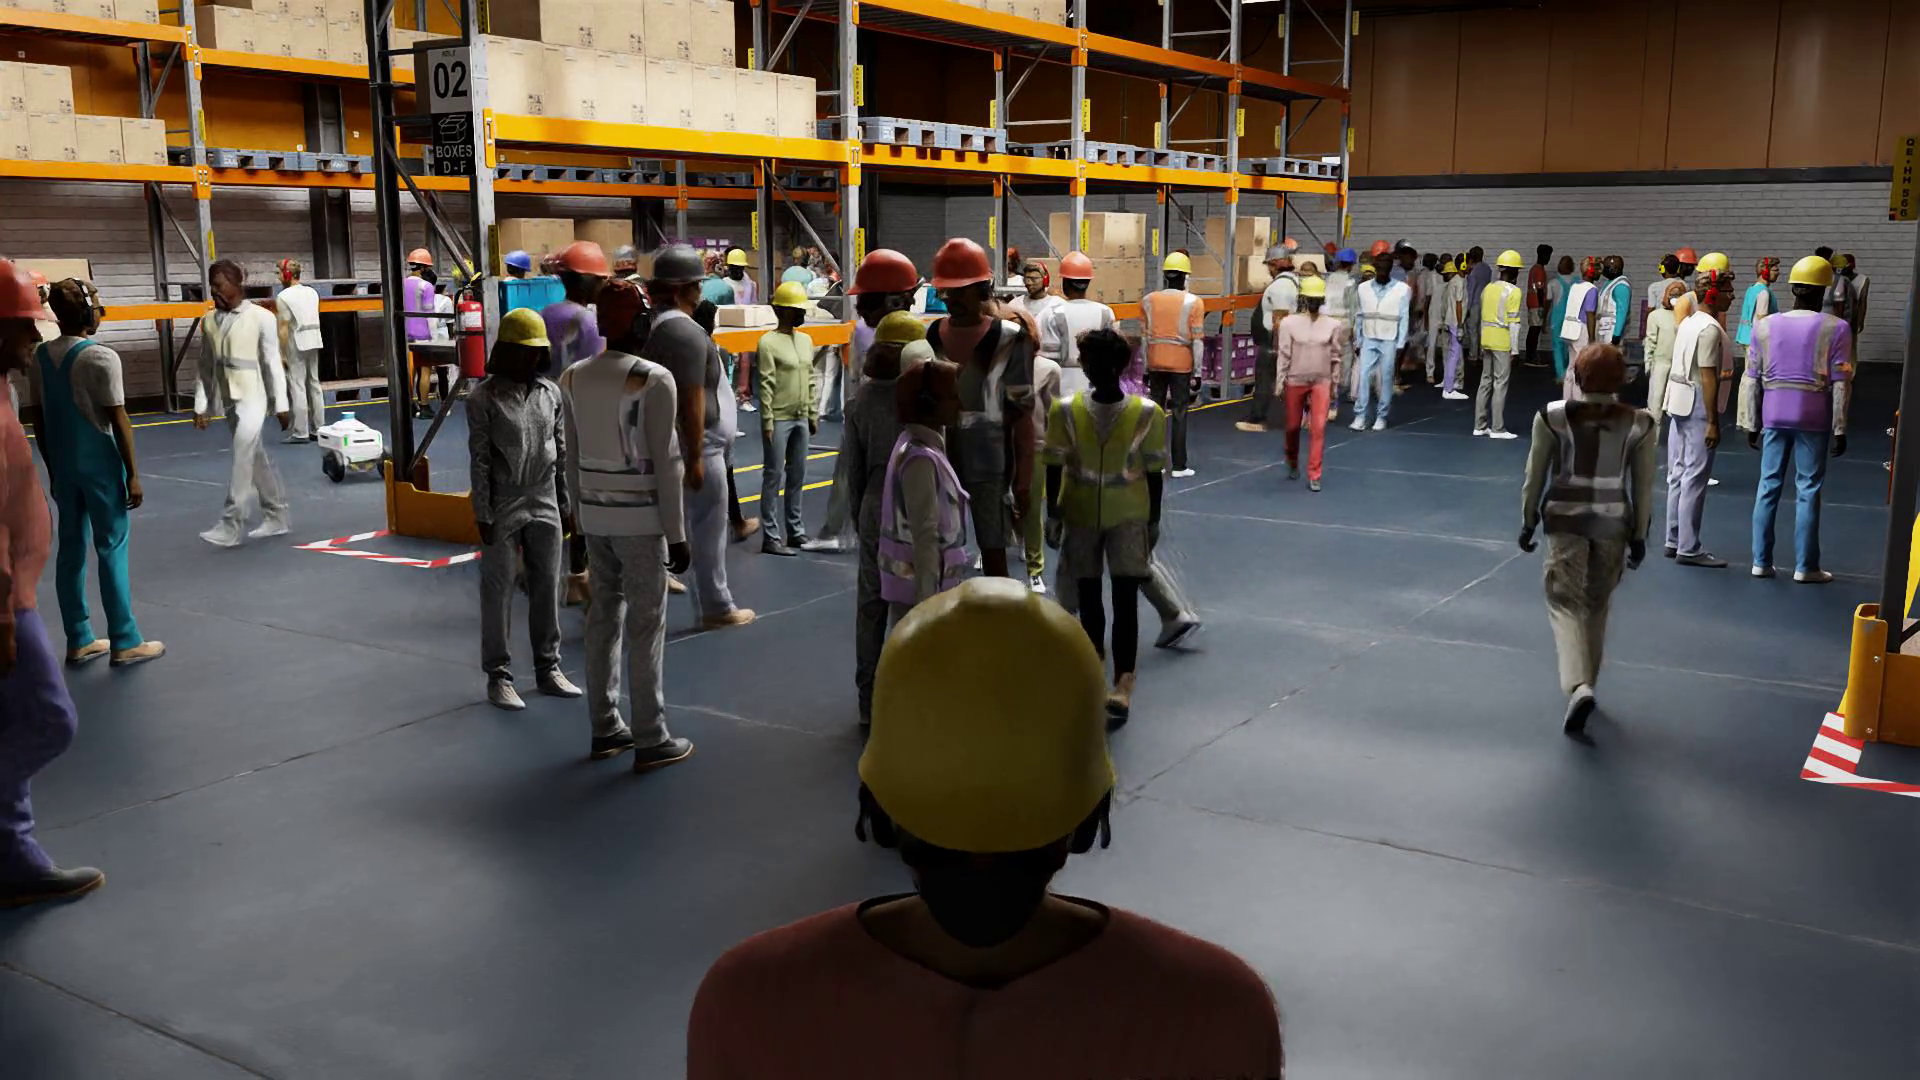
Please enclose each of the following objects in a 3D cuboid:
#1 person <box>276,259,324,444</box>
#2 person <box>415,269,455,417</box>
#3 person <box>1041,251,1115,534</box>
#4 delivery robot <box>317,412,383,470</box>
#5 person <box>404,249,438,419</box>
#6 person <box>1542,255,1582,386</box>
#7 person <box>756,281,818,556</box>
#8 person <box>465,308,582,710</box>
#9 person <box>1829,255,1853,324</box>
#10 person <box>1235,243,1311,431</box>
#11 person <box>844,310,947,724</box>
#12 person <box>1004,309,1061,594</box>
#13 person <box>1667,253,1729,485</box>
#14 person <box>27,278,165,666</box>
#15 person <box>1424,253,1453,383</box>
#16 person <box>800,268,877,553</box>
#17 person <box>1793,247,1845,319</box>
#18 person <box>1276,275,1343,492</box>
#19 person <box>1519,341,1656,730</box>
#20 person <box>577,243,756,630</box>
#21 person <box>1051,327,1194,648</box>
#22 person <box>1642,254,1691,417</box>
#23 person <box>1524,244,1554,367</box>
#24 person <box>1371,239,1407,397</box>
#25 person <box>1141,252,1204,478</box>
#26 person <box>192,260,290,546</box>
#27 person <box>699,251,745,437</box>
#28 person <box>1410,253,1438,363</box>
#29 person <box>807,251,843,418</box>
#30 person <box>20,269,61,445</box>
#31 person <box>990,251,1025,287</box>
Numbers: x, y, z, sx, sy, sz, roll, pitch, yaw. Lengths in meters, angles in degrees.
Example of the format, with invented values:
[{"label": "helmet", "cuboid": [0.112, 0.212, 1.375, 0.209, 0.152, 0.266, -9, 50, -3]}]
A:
[{"label": "person", "cuboid": [-6.565, -1.870, 16.567, 0.394, 1.836, 0.560, 3, 11, 15]}, {"label": "person", "cuboid": [-6.054, -2.246, 19.031, 0.540, 1.695, 0.317, -2, 11, -13]}, {"label": "person", "cuboid": [0.796, -1.008, 11.490, 0.547, 1.942, 0.350, -4, 11, -20]}, {"label": "delivery robot", "cuboid": [-5.209, -0.847, 14.183, 0.477, 0.478, 0.707, -8, 13, -38]}, {"label": "person", "cuboid": [-6.102, -2.322, 18.835, 0.548, 1.923, 0.391, 6, 12, 30]}, {"label": "person", "cuboid": [8.402, -3.047, 23.151, 0.519, 1.819, 0.840, 1, 10, 4]}, {"label": "person", "cuboid": [-1.097, -0.779, 10.727, 0.341, 1.760, 0.525, 7, 12, 33]}, {"label": "person", "cuboid": [-1.884, -0.134, 7.228, 0.320, 1.738, 0.483, 10, 14, 43]}, {"label": "person", "cuboid": [11.945, -2.972, 22.708, 0.403, 1.824, 0.592, 6, 12, 28]}, {"label": "person", "cuboid": [3.417, -2.153, 17.558, 0.846, 2.000, 0.686, 5, 12, 27]}, {"label": "person", "cuboid": [-0.245, -0.076, 6.893, 0.485, 1.740, 0.304, 6, 12, 31]}, {"label": "person", "cuboid": [0.328, -0.498, 9.518, 0.497, 1.633, 0.285, 1, 10, 3]}, {"label": "person", "cuboid": [6.087, -1.388, 13.665, 0.585, 1.918, 0.378, -7, 12, -34]}, {"label": "person", "cuboid": [-4.133, -0.314, 7.911, 0.508, 1.846, 0.345, 2, 10, 12]}, {"label": "person", "cuboid": [6.813, -3.126, 23.519, 0.503, 1.840, 0.342, 2, 10, 9]}, {"label": "person", "cuboid": [-0.630, -0.850, 10.813, 0.728, 1.875, 0.631, 3, 11, 16]}, {"label": "person", "cuboid": [11.473, -2.939, 22.237, 0.615, 1.917, 0.889, 5, 11, 24]}, {"label": "person", "cuboid": [2.857, -1.300, 13.656, 0.533, 1.740, 0.783, 1, 10, 6]}, {"label": "person", "cuboid": [2.648, -0.028, 6.987, 0.511, 1.607, 0.758, 1, 10, 5]}, {"label": "person", "cuboid": [-1.515, -0.516, 8.487, 0.838, 2.000, 0.682, -8, 13, -36]}, {"label": "person", "cuboid": [0.760, -0.246, 8.204, 0.815, 1.607, 0.528, 4, 11, 21]}, {"label": "person", "cuboid": [8.089, -2.335, 19.076, 0.509, 1.862, 0.328, 0, 10, 0]}, {"label": "person", "cuboid": [9.307, -3.771, 26.753, 0.372, 1.959, 0.603, 1, 10, 7]}, {"label": "person", "cuboid": [5.503, -2.868, 21.559, 0.634, 2.026, 0.471, 0, 10, 0]}, {"label": "person", "cuboid": [1.819, -1.489, 14.240, 0.582, 1.919, 0.395, 6, 12, 29]}, {"label": "person", "cuboid": [-4.859, -0.898, 11.044, 0.632, 1.876, 0.929, 5, 11, 25]}, {"label": "person", "cuboid": [-2.503, -1.998, 17.073, 0.654, 1.906, 0.406, 7, 12, 34]}, {"label": "person", "cuboid": [7.517, -3.784, 27.227, 0.550, 1.820, 0.647, 1, 10, 6]}, {"label": "person", "cuboid": [-1.440, -2.330, 18.940, 0.594, 1.907, 0.419, -1, 10, -7]}, {"label": "person", "cuboid": [-9.066, -1.806, 16.488, 0.569, 1.738, 0.352, -1, 10, -7]}, {"label": "person", "cuboid": [0.603, -2.614, 20.549, 0.585, 1.882, 0.337, 0, 10, 1]}]
